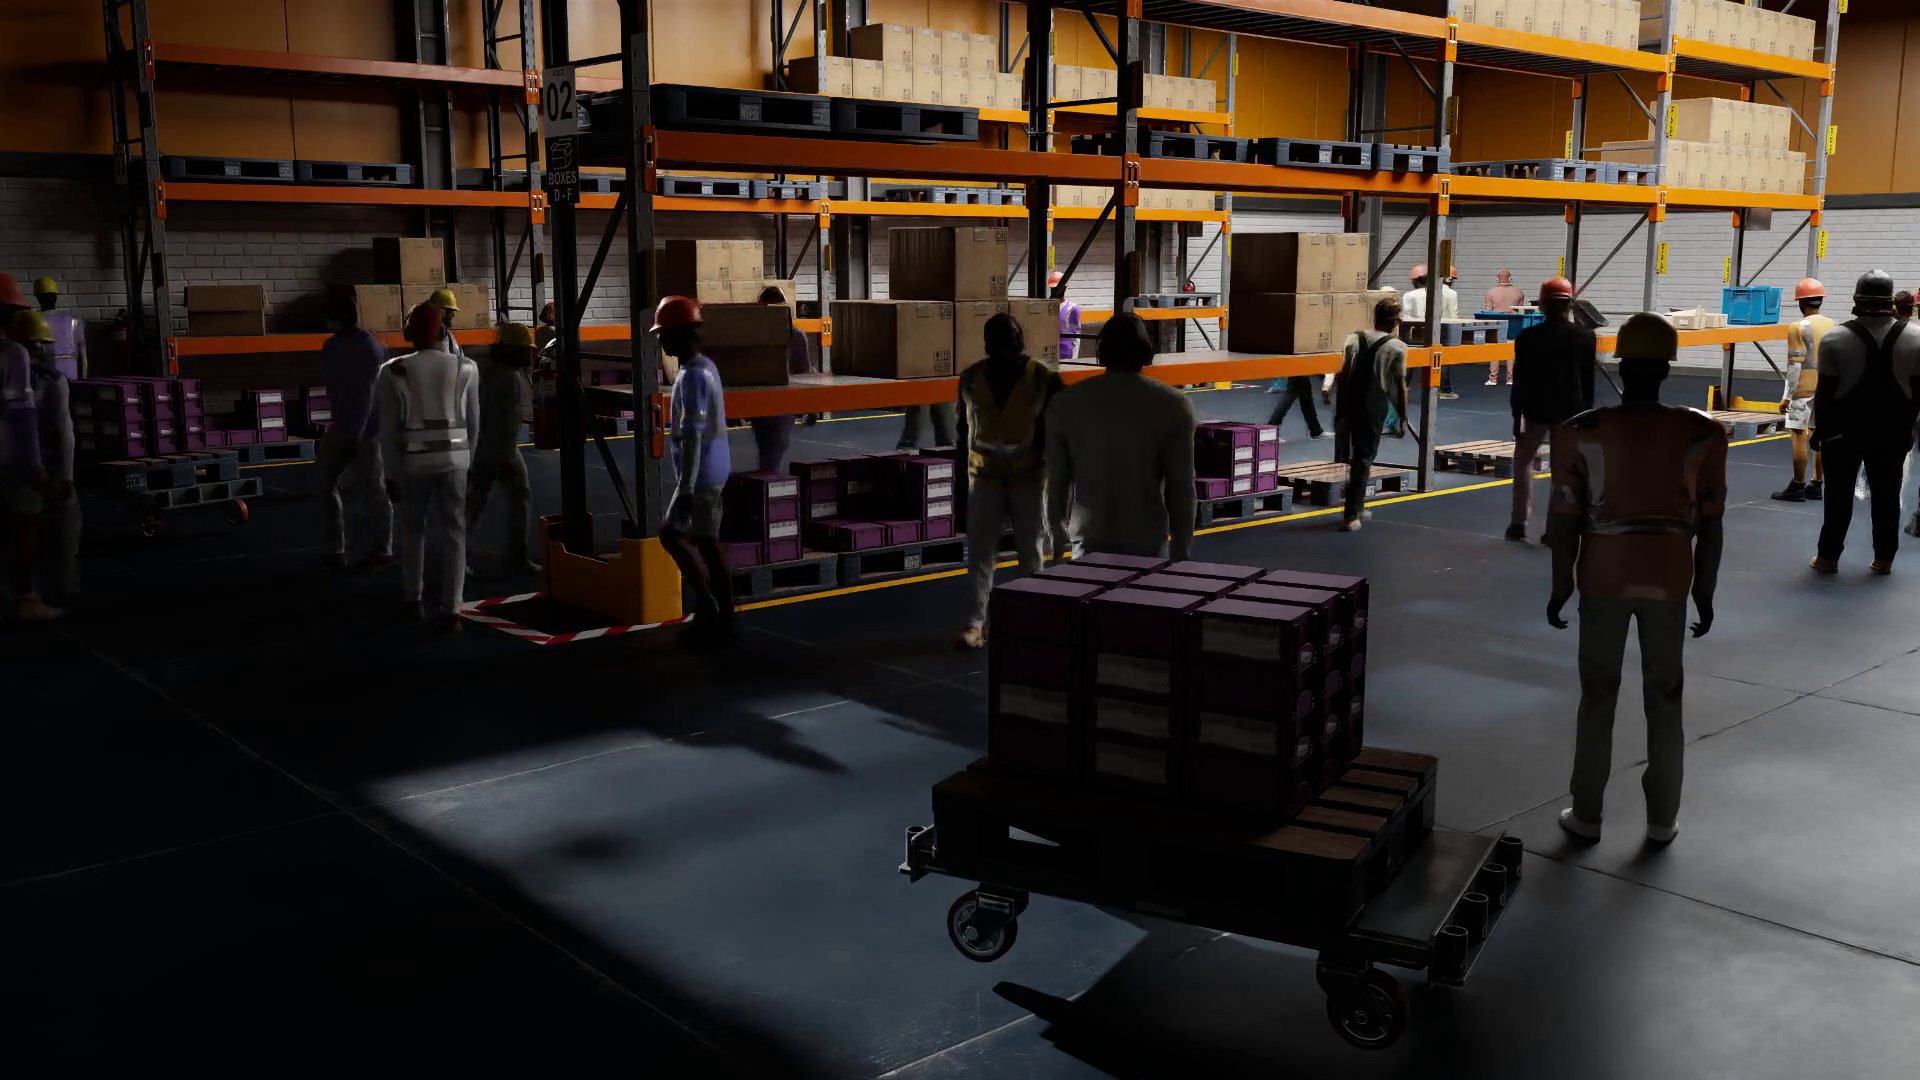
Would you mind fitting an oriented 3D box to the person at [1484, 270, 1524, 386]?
[{"bbox_3d":[8.879,-3.468,27.261,0.643,1.902,0.400,0,10,-1],"label":"person"}]

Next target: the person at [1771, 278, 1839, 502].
[{"bbox_3d":[7.322,-1.292,14.417,0.547,1.934,0.375,-4,11,-23],"label":"person"}]

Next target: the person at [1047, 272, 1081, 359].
[{"bbox_3d":[1.160,-2.214,19.805,0.544,1.938,0.360,5,11,27],"label":"person"}]

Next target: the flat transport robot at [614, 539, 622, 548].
[{"bbox_3d":[-1.729,-0.071,12.129,1.431,0.197,0.652,-9,13,-41],"label":"flat transport robot"}]

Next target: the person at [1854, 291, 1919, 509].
[{"bbox_3d":[7.960,-1.204,14.229,0.525,1.829,0.831,1,10,9],"label":"person"}]

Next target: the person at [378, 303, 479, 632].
[{"bbox_3d":[-3.063,-0.429,9.615,0.569,1.841,0.851,-4,11,-24],"label":"person"}]

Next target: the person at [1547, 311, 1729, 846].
[{"bbox_3d":[2.423,0.148,6.004,0.585,1.929,0.371,2,10,13],"label":"person"}]

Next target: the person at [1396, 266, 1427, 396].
[{"bbox_3d":[6.655,-2.962,24.067,0.622,1.979,1.101,-1,10,-5],"label":"person"}]

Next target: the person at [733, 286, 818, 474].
[{"bbox_3d":[-1.461,-1.102,13.454,0.668,1.872,0.806,4,10,20],"label":"person"}]

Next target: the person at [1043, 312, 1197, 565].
[{"bbox_3d":[0.652,0.019,6.863,0.636,1.902,0.604,1,10,8],"label":"person"}]

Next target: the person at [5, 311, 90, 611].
[{"bbox_3d":[-5.420,-0.432,9.762,0.583,1.802,0.554,0,10,-1],"label":"person"}]

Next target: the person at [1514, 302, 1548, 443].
[{"bbox_3d":[6.540,-1.921,18.986,0.313,1.633,0.511,-3,10,-19],"label":"person"}]

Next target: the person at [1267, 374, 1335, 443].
[{"bbox_3d":[3.866,-2.032,18.985,0.996,1.872,0.638,-3,10,-18],"label":"person"}]

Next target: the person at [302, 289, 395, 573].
[{"bbox_3d":[-4.109,-0.698,11.042,0.621,1.906,0.732,7,12,36],"label":"person"}]

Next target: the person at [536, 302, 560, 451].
[{"bbox_3d":[-4.457,-1.787,18.217,0.281,1.625,0.498,-9,13,-43],"label":"person"}]

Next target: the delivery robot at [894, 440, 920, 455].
[{"bbox_3d":[-0.436,-0.609,14.162,0.477,0.478,0.707,8,12,38],"label":"delivery robot"}]

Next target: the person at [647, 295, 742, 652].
[{"bbox_3d":[-1.412,-0.343,8.923,0.501,1.906,0.668,-1,10,-7],"label":"person"}]

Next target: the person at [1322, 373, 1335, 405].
[{"bbox_3d":[5.325,-2.819,23.216,0.642,1.982,0.512,8,12,37],"label":"person"}]

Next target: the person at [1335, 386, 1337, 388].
[{"bbox_3d":[6.275,-3.370,26.661,0.636,1.910,0.406,-7,12,-37],"label":"person"}]

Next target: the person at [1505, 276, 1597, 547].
[{"bbox_3d":[4.350,-0.951,12.304,0.632,1.974,0.692,1,10,5],"label":"person"}]

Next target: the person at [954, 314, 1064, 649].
[{"bbox_3d":[0.243,-0.302,8.966,0.644,1.801,0.902,3,10,15],"label":"person"}]

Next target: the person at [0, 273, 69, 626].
[{"bbox_3d":[-5.460,-0.490,9.453,0.617,2.032,0.567,5,11,27],"label":"person"}]

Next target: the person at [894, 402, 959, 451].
[{"bbox_3d":[-0.295,-1.249,14.223,0.778,1.915,0.536,-8,13,-39],"label":"person"}]

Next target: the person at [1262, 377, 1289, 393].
[{"bbox_3d":[4.958,-3.145,25.619,0.402,1.827,0.620,-5,11,-27],"label":"person"}]

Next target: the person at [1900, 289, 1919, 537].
[{"bbox_3d":[7.376,-1.001,12.753,0.564,1.912,0.716,3,10,20],"label":"person"}]

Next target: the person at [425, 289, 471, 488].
[{"bbox_3d":[-4.729,-1.379,15.252,0.403,1.823,0.588,-6,11,-32],"label":"person"}]

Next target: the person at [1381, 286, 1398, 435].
[{"bbox_3d":[5.084,-2.136,19.850,0.326,1.767,0.533,2,10,11],"label":"person"}]

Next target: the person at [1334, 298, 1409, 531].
[{"bbox_3d":[3.221,-0.977,12.973,0.504,1.794,0.737,8,12,38],"label":"person"}]

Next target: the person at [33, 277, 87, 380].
[{"bbox_3d":[-8.641,-1.537,15.877,0.381,1.923,0.591,8,12,37],"label":"person"}]

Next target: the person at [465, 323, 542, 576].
[{"bbox_3d":[-3.089,-0.578,10.980,0.493,1.689,0.665,9,13,42],"label":"person"}]

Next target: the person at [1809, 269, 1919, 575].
[{"bbox_3d":[6.045,-0.789,11.156,0.673,2.000,0.535,2,10,11],"label":"person"}]

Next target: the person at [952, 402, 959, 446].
[{"bbox_3d":[0.087,-1.874,18.027,0.533,1.863,0.310,7,12,36],"label":"person"}]

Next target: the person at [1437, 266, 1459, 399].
[{"bbox_3d":[7.209,-3.093,24.804,0.388,1.987,0.608,-5,11,-27],"label":"person"}]
